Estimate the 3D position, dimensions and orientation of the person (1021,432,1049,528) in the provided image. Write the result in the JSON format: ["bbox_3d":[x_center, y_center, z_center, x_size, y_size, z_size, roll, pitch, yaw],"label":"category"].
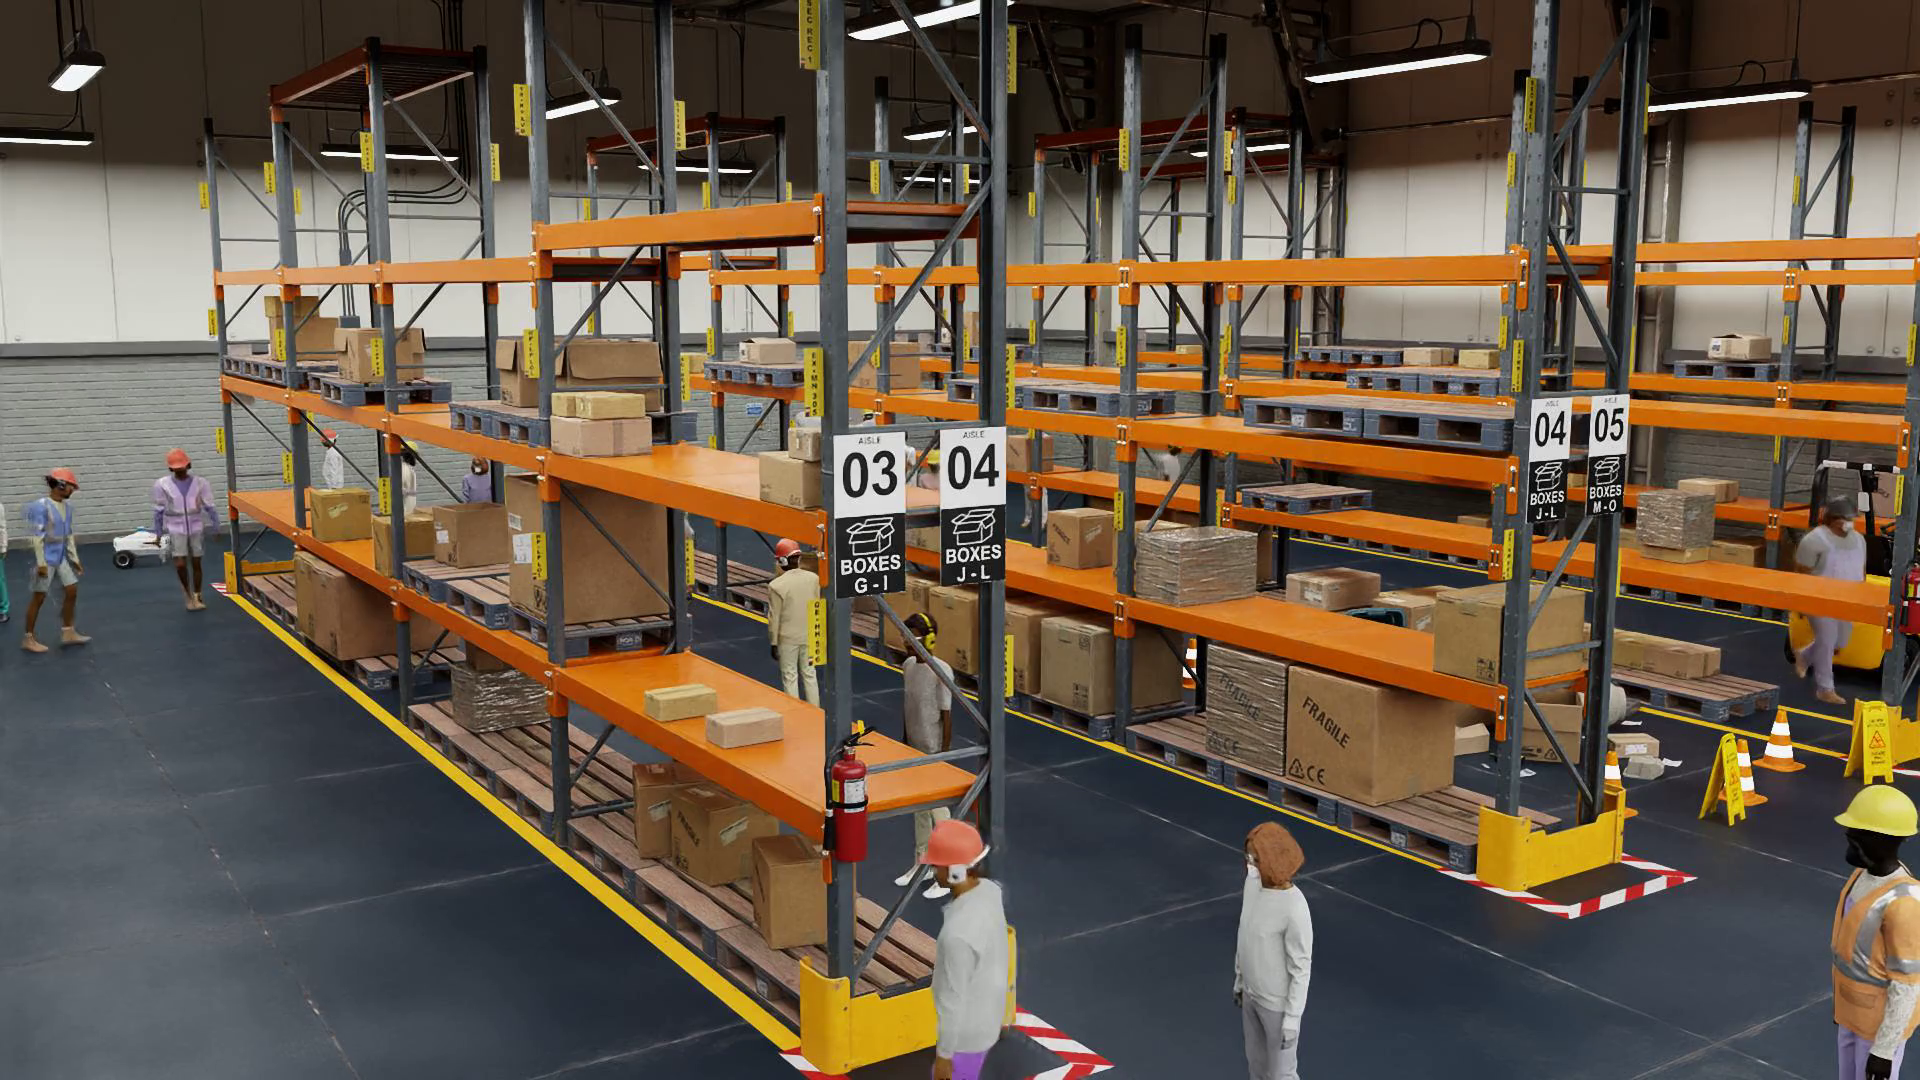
[{"bbox_3d":[1.239,-1.089,27.312,0.625,1.837,0.429,6,10,35],"label":"person"}]

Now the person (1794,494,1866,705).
[{"bbox_3d":[8.309,0.507,15.985,0.687,2.000,0.808,-2,9,-14],"label":"person"}]

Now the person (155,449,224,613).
[{"bbox_3d":[-9.347,-0.110,20.173,0.759,2.008,0.624,-6,10,-34],"label":"person"}]

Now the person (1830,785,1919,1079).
[{"bbox_3d":[3.717,1.940,6.812,0.364,1.930,0.588,2,9,12],"label":"person"}]

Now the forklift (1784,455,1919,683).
[{"bbox_3d":[9.643,0.253,17.172,2.313,2.155,1.214,-6,10,-33],"label":"forklift"}]

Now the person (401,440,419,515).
[{"bbox_3d":[-7.519,-0.396,22.559,0.425,1.875,0.761,-3,9,-17],"label":"person"}]

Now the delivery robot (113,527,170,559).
[{"bbox_3d":[-11.603,0.057,23.593,0.707,0.478,0.477,-3,9,-21],"label":"delivery robot"}]

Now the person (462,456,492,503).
[{"bbox_3d":[-6.694,-0.380,23.243,0.498,1.633,0.278,-2,9,-15],"label":"person"}]

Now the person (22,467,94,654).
[{"bbox_3d":[-9.853,0.216,18.071,0.653,1.991,0.651,0,9,3],"label":"person"}]

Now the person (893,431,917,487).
[{"bbox_3d":[-0.907,-0.795,25.198,0.575,1.880,0.358,4,10,27],"label":"person"}]

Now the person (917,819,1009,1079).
[{"bbox_3d":[0.005,2.008,6.967,0.371,1.735,0.580,2,9,15],"label":"person"}]

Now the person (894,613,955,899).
[{"bbox_3d":[-0.216,1.382,10.780,0.325,1.861,0.506,-7,11,-37],"label":"person"}]

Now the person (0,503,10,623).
[{"bbox_3d":[-11.488,0.111,19.571,0.538,1.757,0.338,-1,9,-4],"label":"person"}]

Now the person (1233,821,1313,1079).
[{"bbox_3d":[1.346,2.019,7.267,0.284,1.632,0.498,-3,9,-20],"label":"person"}]

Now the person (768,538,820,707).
[{"bbox_3d":[-1.485,0.848,14.743,0.551,1.735,0.380,-8,11,-41],"label":"person"}]

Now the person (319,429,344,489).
[{"bbox_3d":[-9.931,-0.895,26.315,0.348,1.743,0.566,-3,9,-19],"label":"person"}]

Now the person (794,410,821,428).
[{"bbox_3d":[-2.818,-1.787,31.707,0.651,1.907,0.409,1,9,7],"label":"person"}]
